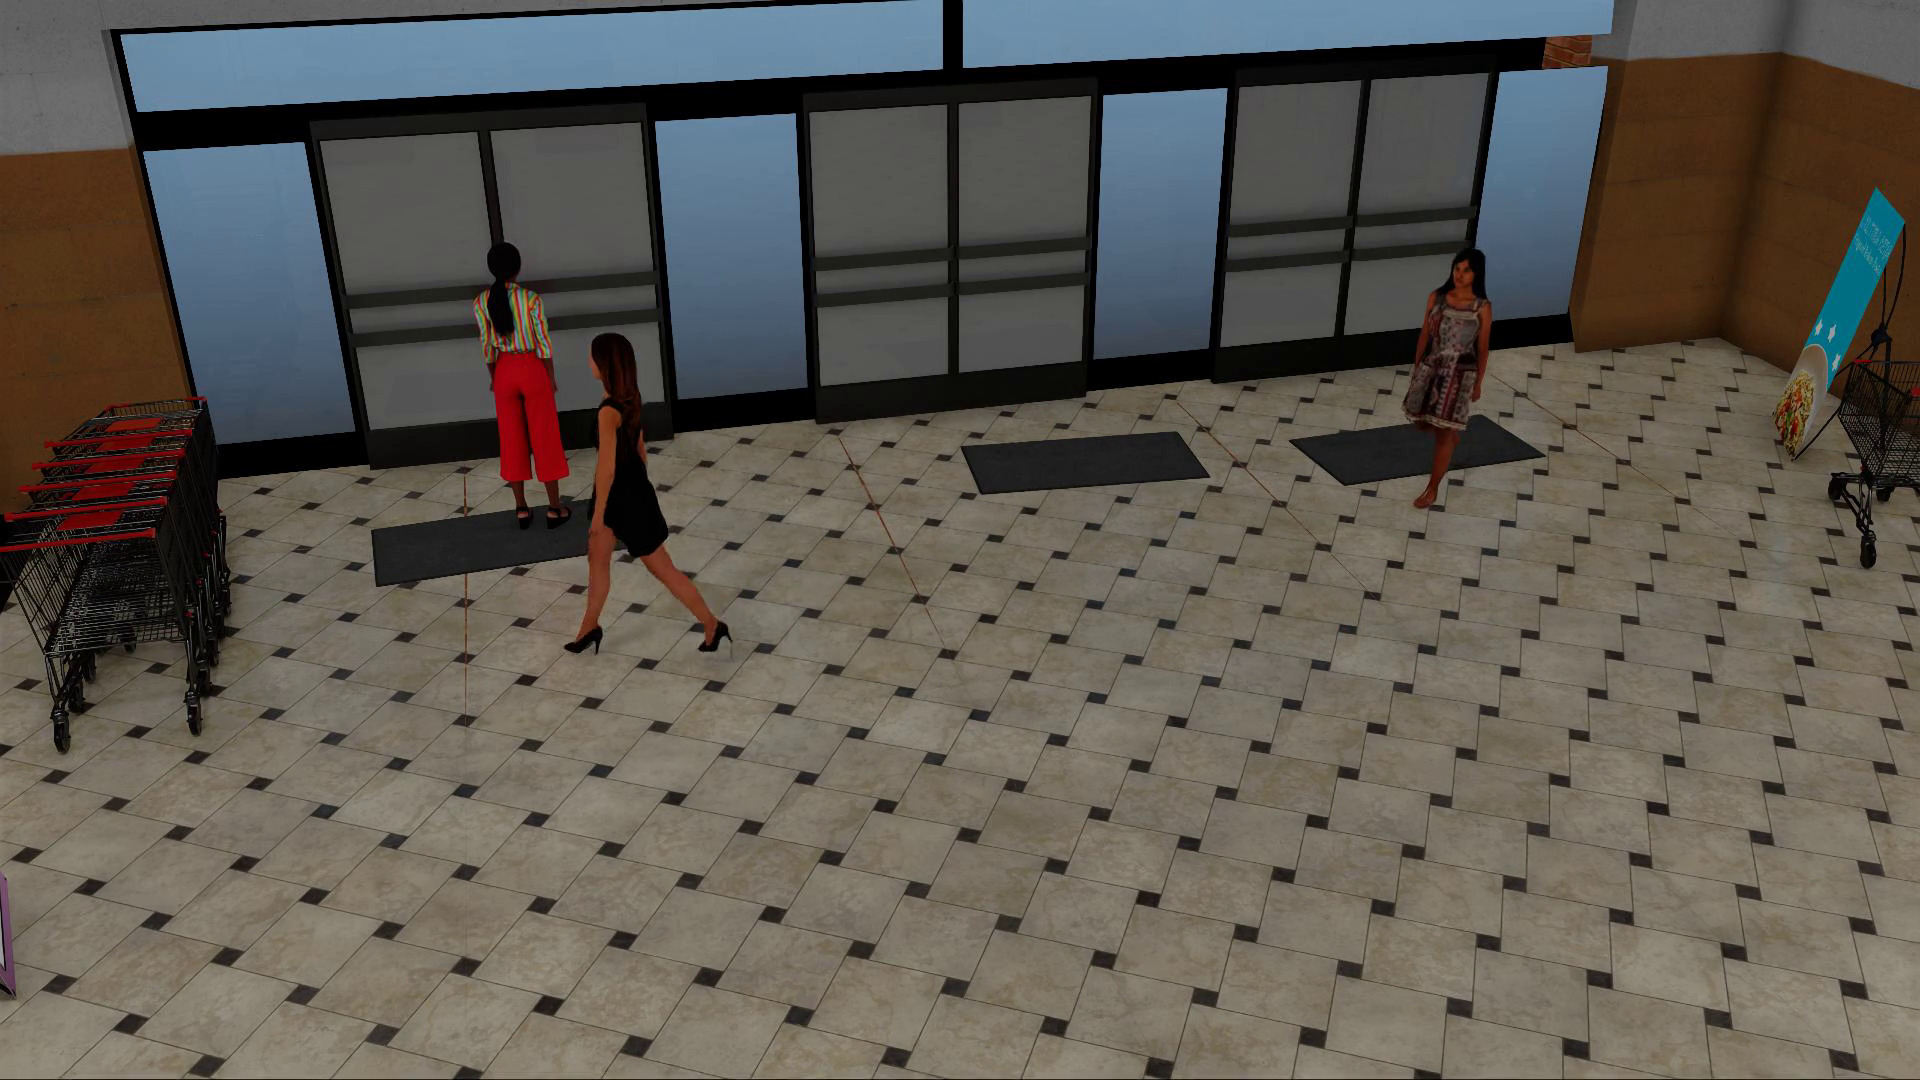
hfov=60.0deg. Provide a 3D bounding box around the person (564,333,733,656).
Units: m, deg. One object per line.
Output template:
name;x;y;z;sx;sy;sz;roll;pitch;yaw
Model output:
person;-1.586;-0.139;8.403;0.893;1.789;1.132;2;27;4

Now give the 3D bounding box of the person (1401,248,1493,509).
person;3.066;-1.035;10.341;0.942;1.634;0.960;22;34;36

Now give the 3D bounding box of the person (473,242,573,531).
person;-2.605;-0.903;9.906;0.659;1.792;0.627;1;27;2
